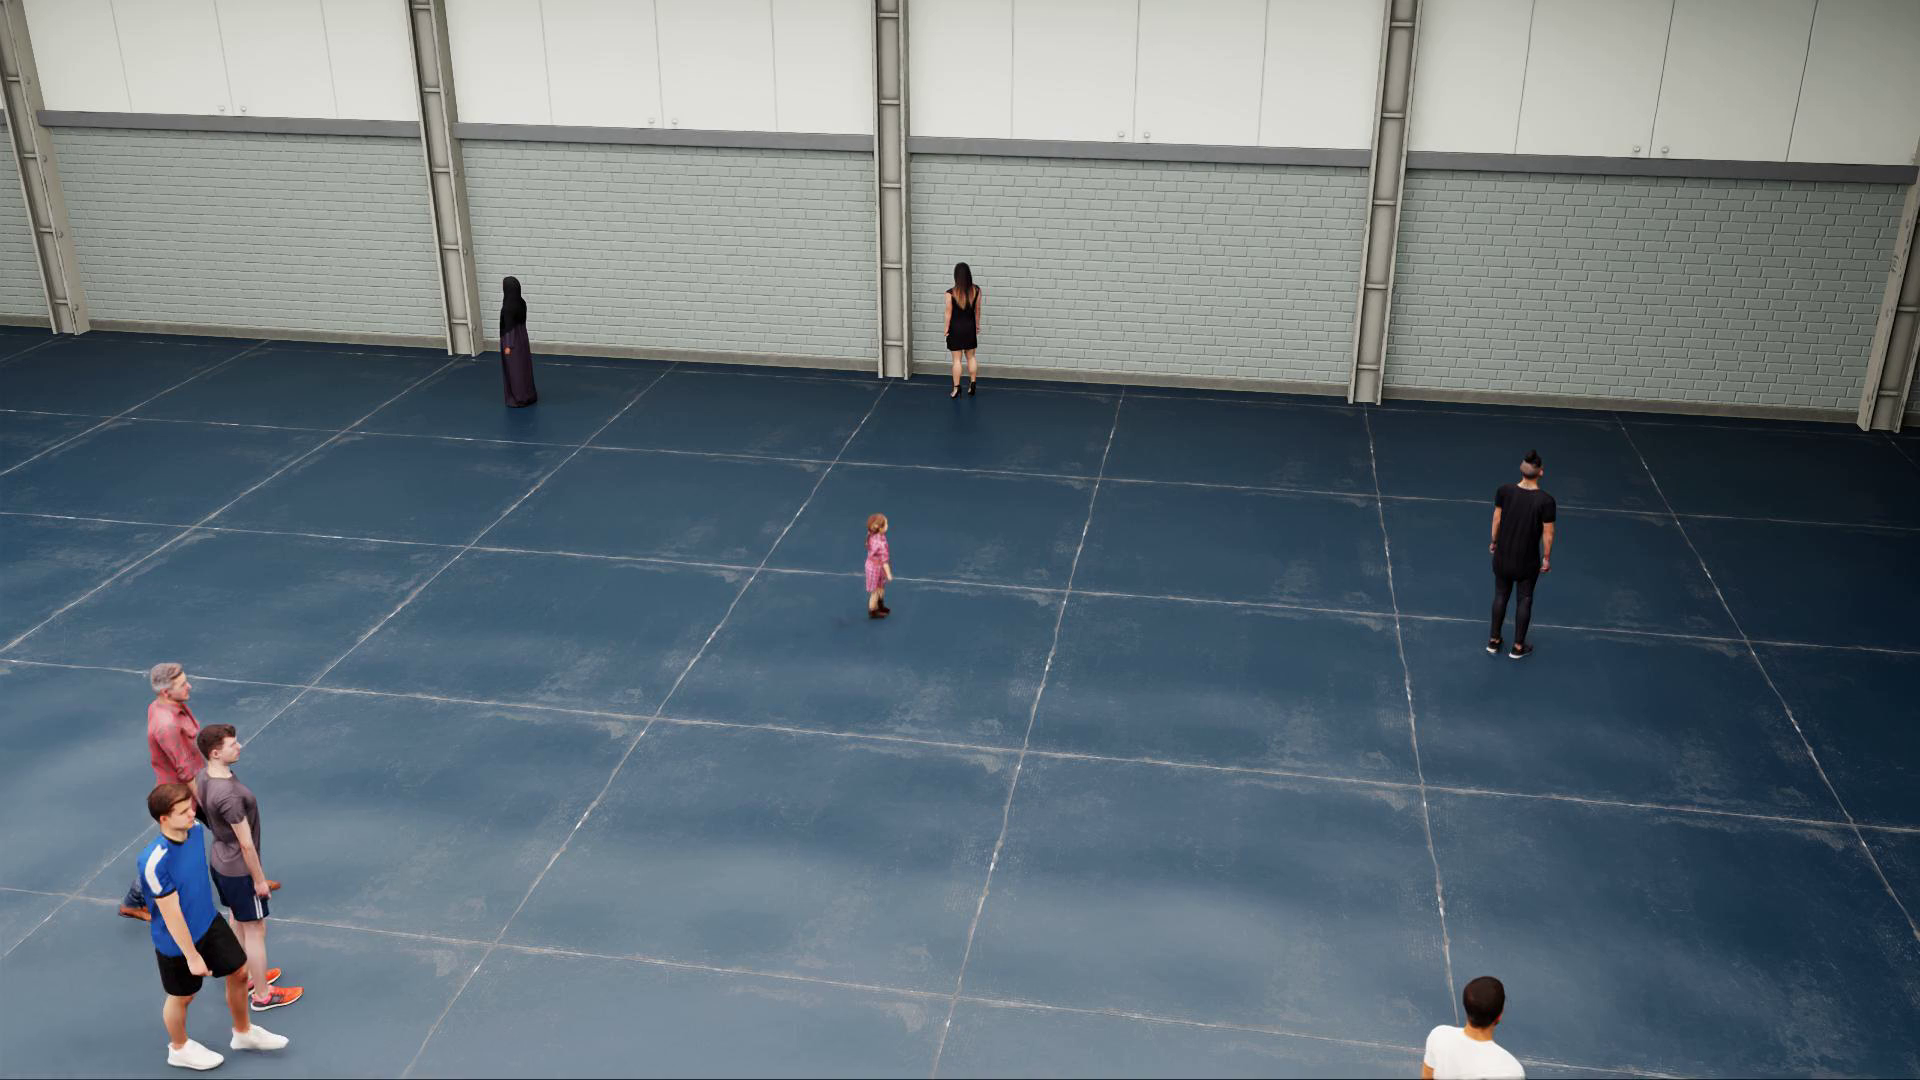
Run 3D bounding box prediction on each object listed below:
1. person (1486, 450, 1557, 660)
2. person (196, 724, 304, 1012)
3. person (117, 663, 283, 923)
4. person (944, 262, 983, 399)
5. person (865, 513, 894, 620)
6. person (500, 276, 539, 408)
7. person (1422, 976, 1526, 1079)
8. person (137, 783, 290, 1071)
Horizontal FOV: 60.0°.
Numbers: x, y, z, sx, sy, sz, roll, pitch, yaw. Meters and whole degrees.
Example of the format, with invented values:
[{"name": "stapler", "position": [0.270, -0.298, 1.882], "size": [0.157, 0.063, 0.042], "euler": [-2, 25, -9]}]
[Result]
[{"name": "person", "position": [4.743, 0.093, 14.107], "size": [0.703, 1.865, 0.838], "euler": [17, 28, 35]}, {"name": "person", "position": [-4.266, 1.927, 9.807], "size": [0.794, 1.854, 0.700], "euler": [-20, 30, -38]}, {"name": "person", "position": [-5.033, 1.644, 10.549], "size": [1.298, 1.795, 1.045], "euler": [-8, 24, -18]}, {"name": "person", "position": [0.039, -2.599, 20.622], "size": [0.725, 1.720, 0.812], "euler": [-11, 25, -24]}, {"name": "person", "position": [-0.782, 0.247, 14.830], "size": [0.586, 1.015, 0.532], "euler": [-11, 25, -24]}, {"name": "person", "position": [-5.453, -2.447, 20.400], "size": [0.573, 1.615, 0.589], "euler": [4, 23, 10]}, {"name": "person", "position": [2.336, 2.833, 7.752], "size": [0.685, 1.795, 0.781], "euler": [21, 31, 40]}, {"name": "person", "position": [-4.391, 2.167, 9.260], "size": [0.848, 1.841, 0.625], "euler": [4, 23, 10]}]
